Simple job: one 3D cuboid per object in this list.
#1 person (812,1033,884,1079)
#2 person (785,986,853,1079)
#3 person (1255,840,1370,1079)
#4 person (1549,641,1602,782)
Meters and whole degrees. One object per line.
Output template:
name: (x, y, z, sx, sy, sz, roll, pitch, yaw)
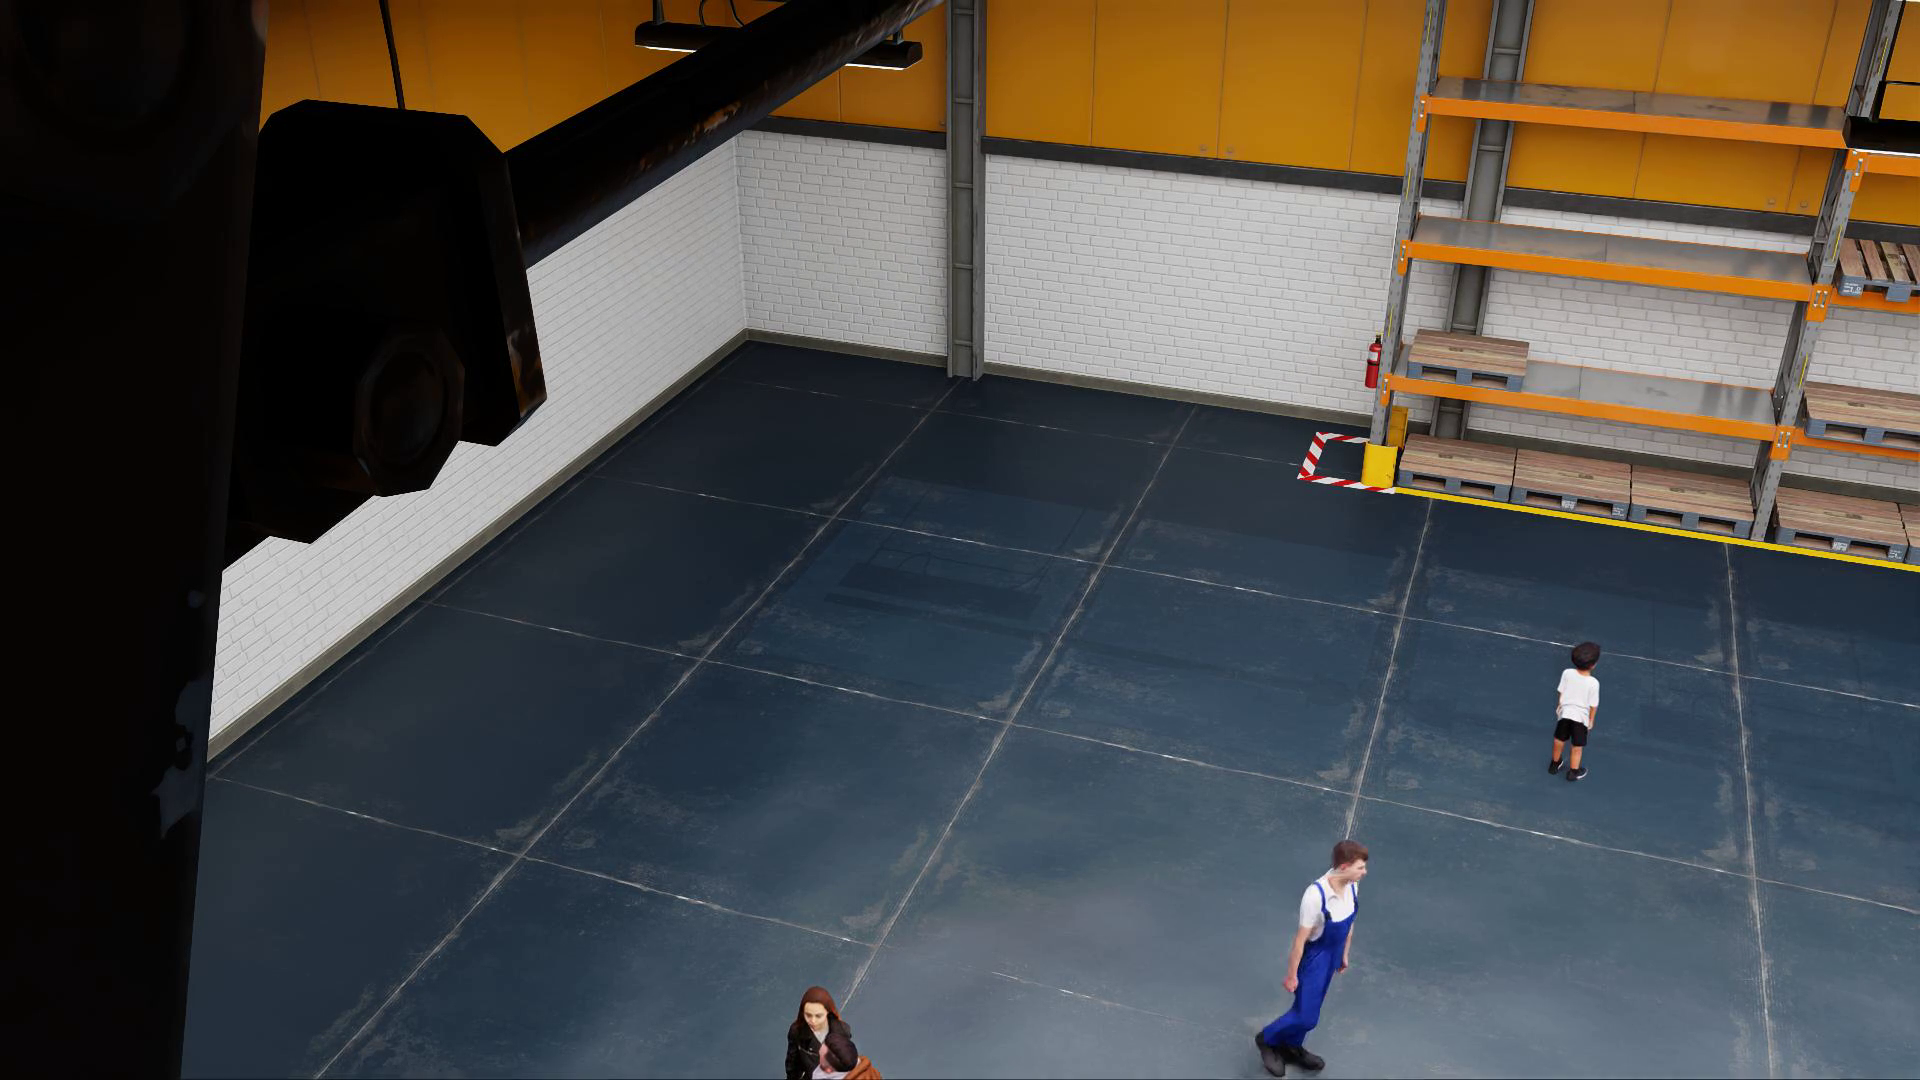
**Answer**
person: (-0.625, 3.452, 9.182, 0.738, 1.836, 0.738, 15, 32, 26)
person: (-0.827, 3.245, 9.931, 0.556, 1.483, 0.692, -1, 29, -2)
person: (2.251, 2.660, 10.641, 0.845, 1.830, 0.864, -17, 33, -29)
person: (5.022, 1.389, 13.565, 0.621, 1.261, 0.533, -25, 37, -38)
